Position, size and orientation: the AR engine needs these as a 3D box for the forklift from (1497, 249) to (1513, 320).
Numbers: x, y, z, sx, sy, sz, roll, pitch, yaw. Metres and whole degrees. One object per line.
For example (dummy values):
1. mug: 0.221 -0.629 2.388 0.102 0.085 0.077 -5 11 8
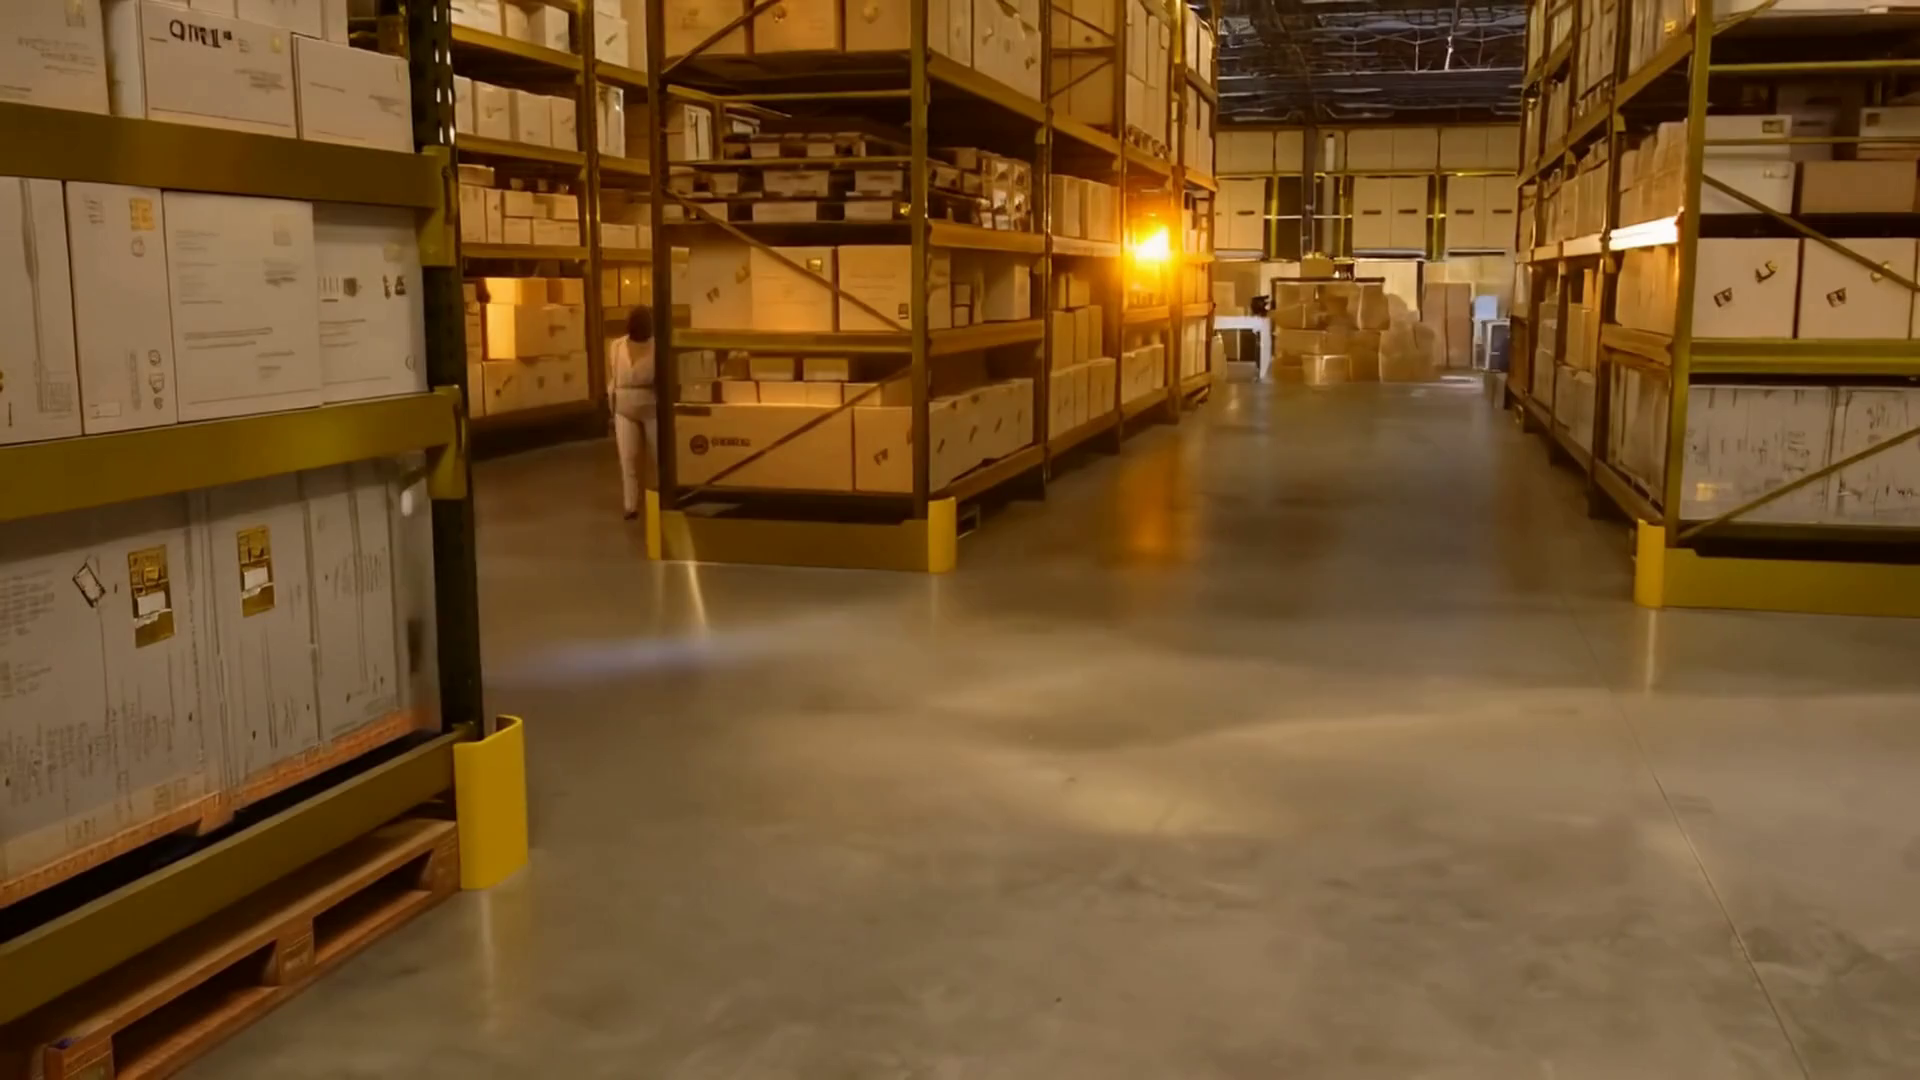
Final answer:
1. forklift: 15.721 -6.740 46.596 1.129 2.768 1.873 1 9 8

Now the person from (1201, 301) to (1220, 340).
1. person: 4.511 -3.508 30.001 0.614 1.617 0.554 3 9 18

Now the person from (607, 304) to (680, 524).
1. person: -2.639 -1.074 13.975 0.632 1.819 0.804 1 9 7

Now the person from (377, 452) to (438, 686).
1. person: -2.318 0.117 6.666 0.350 1.731 0.490 2 9 12

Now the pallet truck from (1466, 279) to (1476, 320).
1. pallet truck: 18.896 -8.459 60.307 1.885 1.965 0.823 5 10 31
